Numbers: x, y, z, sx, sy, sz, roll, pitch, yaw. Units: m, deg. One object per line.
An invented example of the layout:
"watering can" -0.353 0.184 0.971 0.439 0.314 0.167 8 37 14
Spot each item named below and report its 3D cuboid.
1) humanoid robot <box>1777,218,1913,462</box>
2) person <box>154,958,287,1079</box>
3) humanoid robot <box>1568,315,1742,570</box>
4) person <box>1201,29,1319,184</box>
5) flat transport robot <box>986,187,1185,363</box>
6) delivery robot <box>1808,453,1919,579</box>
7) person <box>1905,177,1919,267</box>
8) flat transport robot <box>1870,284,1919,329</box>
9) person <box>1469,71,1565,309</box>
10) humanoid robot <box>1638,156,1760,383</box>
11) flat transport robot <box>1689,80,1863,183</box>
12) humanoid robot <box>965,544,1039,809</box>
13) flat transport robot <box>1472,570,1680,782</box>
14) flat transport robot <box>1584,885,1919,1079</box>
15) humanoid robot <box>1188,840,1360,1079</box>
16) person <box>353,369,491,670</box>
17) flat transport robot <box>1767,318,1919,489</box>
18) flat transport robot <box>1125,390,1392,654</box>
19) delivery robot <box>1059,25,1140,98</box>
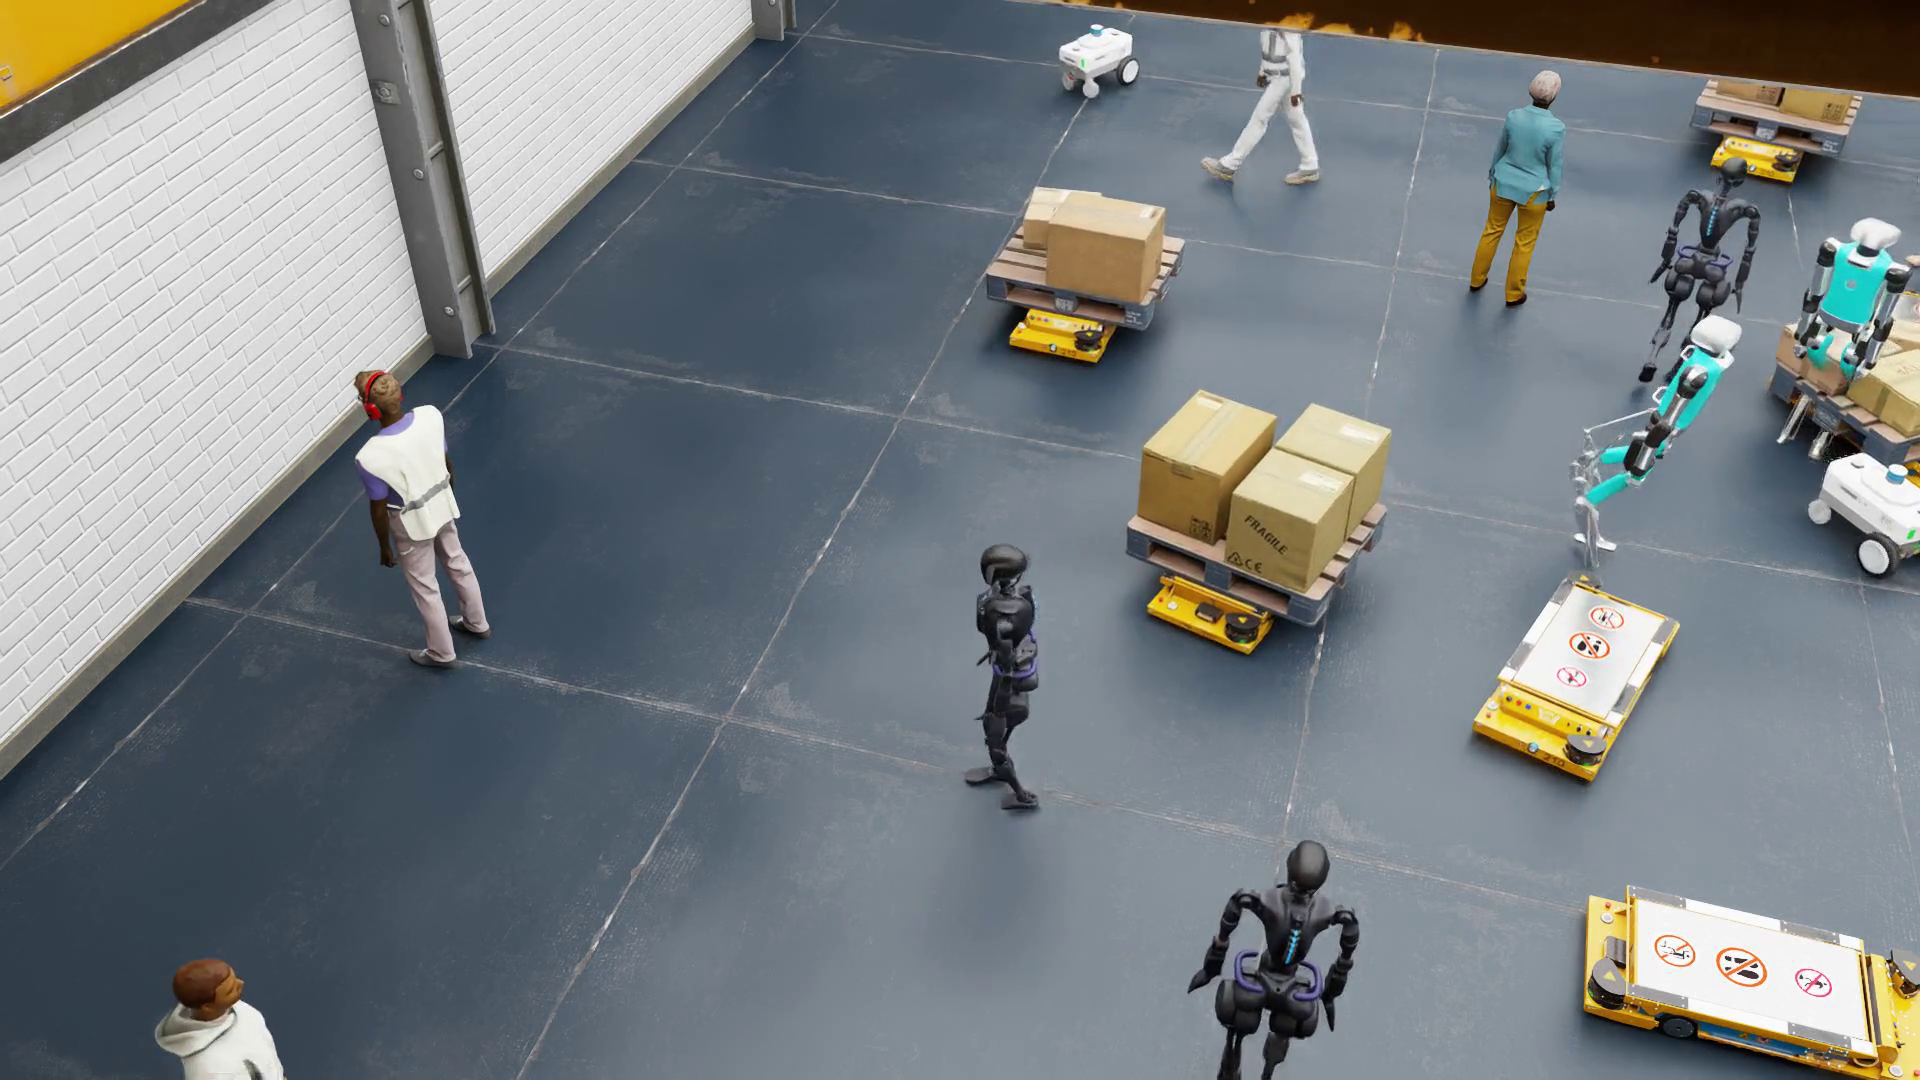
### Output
"humanoid robot" 5.557 -1.259 10.415 0.779 1.778 0.532 -30 48 -32
"person" -2.639 2.143 6.179 0.931 1.718 0.539 -16 41 -19
"humanoid robot" 3.831 -0.547 9.568 0.803 1.831 0.530 27 46 29
"person" 2.529 -3.736 13.413 1.020 1.813 0.574 3 39 3
"flat transport robot" 0.913 -1.791 12.232 0.659 0.231 1.431 14 41 17
"delivery robot" 5.547 -0.179 9.994 0.499 0.589 0.784 -14 41 -17
"person" 7.358 -2.622 12.137 0.547 1.674 0.532 -31 48 -33
"flat transport robot" 6.726 -1.354 11.689 0.659 0.231 1.431 22 44 25
"person" 4.042 -2.518 11.959 0.528 1.749 0.342 31 48 33
"humanoid robot" 4.907 -1.740 11.046 0.615 1.637 0.484 25 45 28
"flat transport robot" 6.991 -3.514 14.375 0.659 0.231 1.431 20 43 23
"humanoid robot" 0.210 0.661 8.066 0.334 1.654 0.601 0 39 0
"flat transport robot" 3.408 0.709 9.122 0.659 0.231 1.431 24 45 27
"flat transport robot" 3.583 2.009 7.506 1.431 0.231 0.659 11 40 14
"humanoid robot" 1.224 1.808 6.635 0.605 1.647 0.388 5 39 7
"person" -2.867 -0.096 8.877 0.390 1.836 0.559 18 42 21
"flat transport robot" 6.116 -0.771 10.963 0.659 0.231 1.431 -14 41 -17
"flat transport robot" 1.742 0.107 9.871 0.659 0.231 1.431 23 44 26
"delivery robot" 1.270 -4.435 15.291 0.765 0.593 0.523 -30 48 -32
